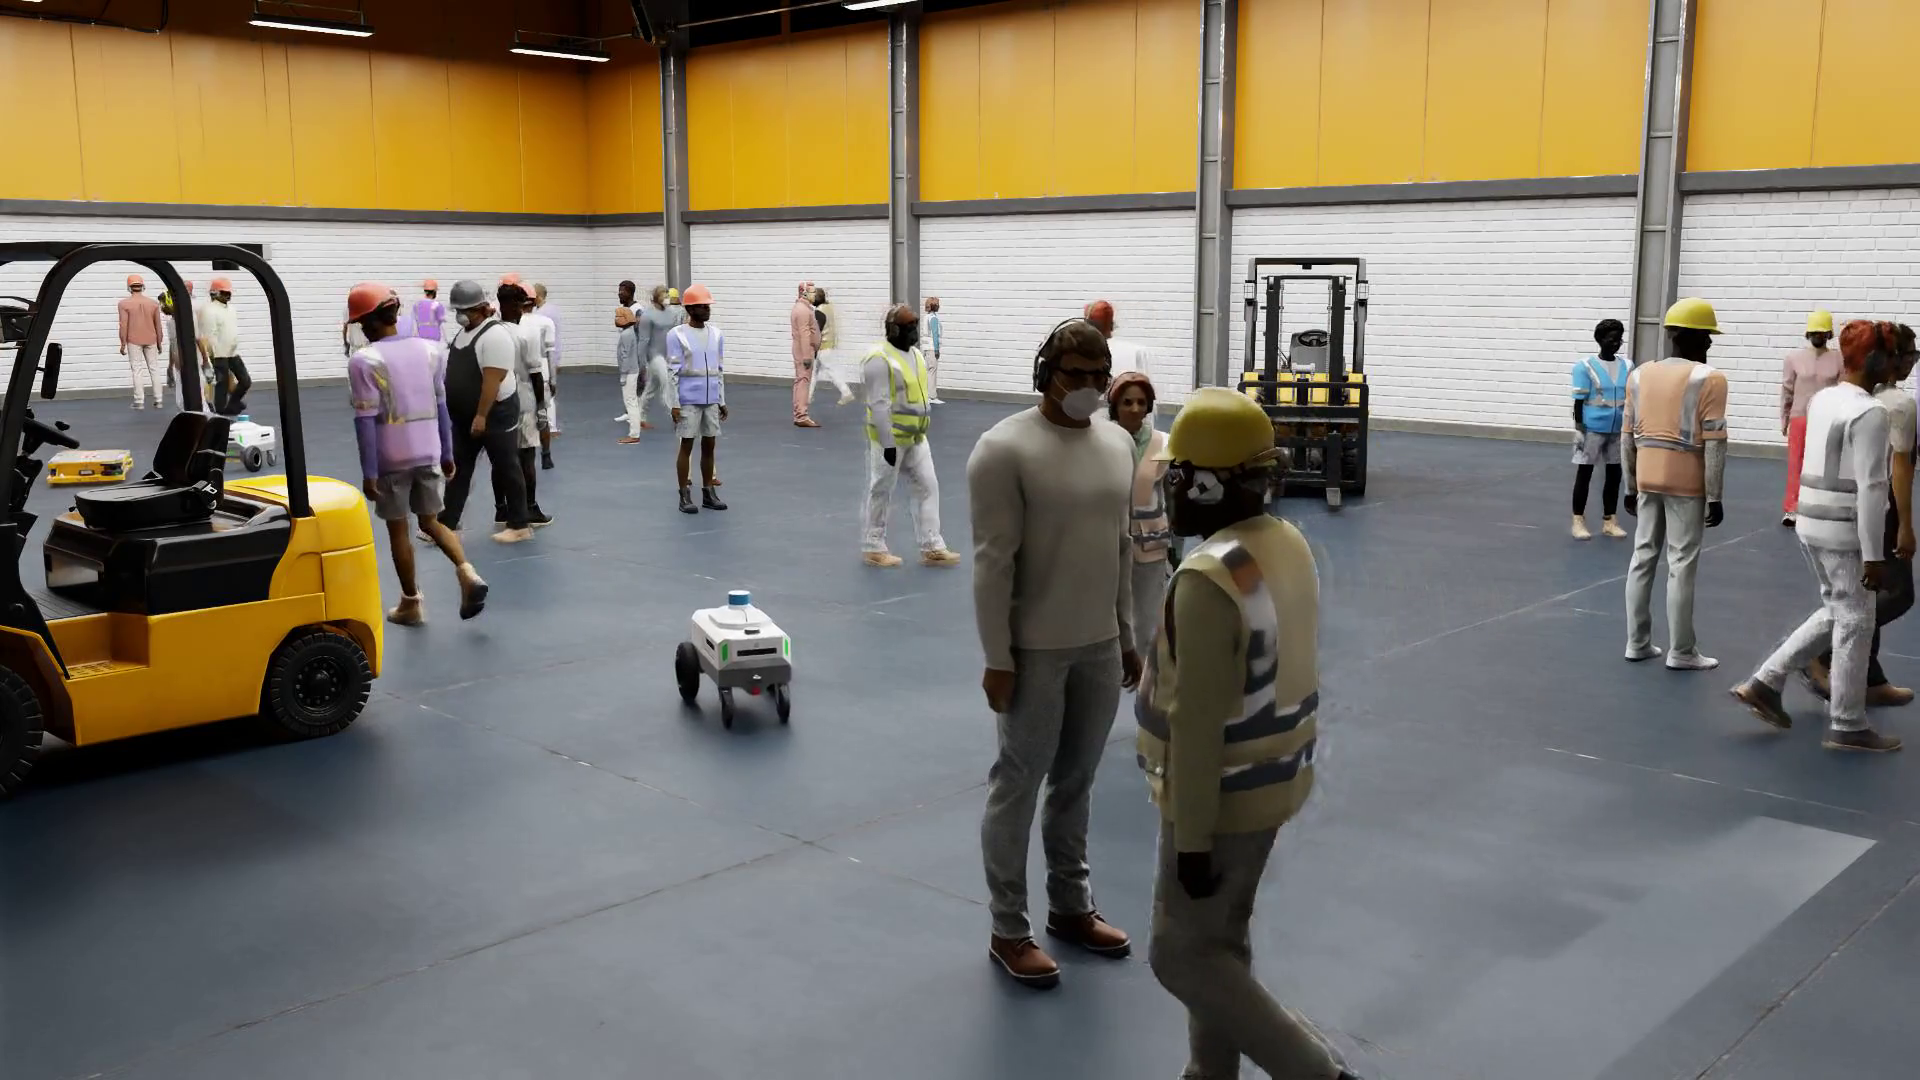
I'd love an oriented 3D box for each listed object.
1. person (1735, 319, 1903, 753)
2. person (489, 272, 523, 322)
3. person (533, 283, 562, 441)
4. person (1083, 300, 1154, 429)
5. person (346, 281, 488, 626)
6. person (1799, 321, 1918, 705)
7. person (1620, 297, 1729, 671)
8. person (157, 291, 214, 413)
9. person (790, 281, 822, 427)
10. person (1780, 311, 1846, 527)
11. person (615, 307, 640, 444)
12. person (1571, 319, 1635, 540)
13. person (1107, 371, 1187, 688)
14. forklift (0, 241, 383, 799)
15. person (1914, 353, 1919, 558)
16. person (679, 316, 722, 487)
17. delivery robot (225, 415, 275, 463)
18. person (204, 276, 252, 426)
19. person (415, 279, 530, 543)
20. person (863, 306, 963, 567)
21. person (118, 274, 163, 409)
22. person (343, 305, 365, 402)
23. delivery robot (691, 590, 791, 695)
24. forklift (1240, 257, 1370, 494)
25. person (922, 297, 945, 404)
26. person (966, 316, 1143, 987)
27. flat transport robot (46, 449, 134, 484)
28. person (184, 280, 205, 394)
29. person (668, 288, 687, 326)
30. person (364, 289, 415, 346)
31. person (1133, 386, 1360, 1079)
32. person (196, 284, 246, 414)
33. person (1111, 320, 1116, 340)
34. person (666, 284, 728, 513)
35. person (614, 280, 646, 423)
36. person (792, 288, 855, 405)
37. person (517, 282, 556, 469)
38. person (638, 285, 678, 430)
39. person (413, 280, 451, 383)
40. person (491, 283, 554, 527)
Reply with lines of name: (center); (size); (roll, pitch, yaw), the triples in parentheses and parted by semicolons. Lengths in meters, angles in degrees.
person: (3.773, -0.009, 7.130); (0.540, 1.872, 0.602); (1, 9, 7)
person: (-5.557, -2.298, 20.622); (0.474, 2.031, 0.643); (9, 13, 43)
person: (-5.047, -2.153, 20.194); (0.417, 1.893, 0.706); (-6, 11, -32)
person: (0.997, -0.683, 11.260); (0.601, 1.854, 0.618); (-7, 11, -35)
person: (-3.115, -0.465, 9.481); (0.695, 2.000, 0.670); (7, 11, 36)
person: (4.238, -0.104, 7.777); (0.591, 1.832, 0.538); (0, 9, -3)
person: (3.711, -0.289, 8.643); (0.383, 1.923, 0.588); (-5, 11, -29)
person: (-8.767, -1.926, 18.982); (0.702, 1.831, 0.381); (5, 10, 26)
person: (-2.013, -2.435, 21.855); (0.399, 1.907, 0.644); (-2, 9, -11)
person: (6.837, -0.950, 13.287); (0.540, 1.727, 0.861); (5, 10, 26)
person: (-3.953, -1.955, 19.772); (0.281, 1.626, 0.503); (-1, 9, -5)
person: (4.934, -0.841, 12.734); (0.584, 1.695, 0.360); (-2, 10, -14)
person: (0.732, 0.083, 7.256); (0.525, 1.633, 0.310); (0, 9, -1)
forklift: (-3.706, -0.171, 7.093); (1.214, 2.155, 2.313); (9, 13, 43)
person: (6.691, -0.674, 11.050); (0.637, 1.911, 0.406); (9, 13, 44)
person: (-2.502, -1.312, 15.791); (0.499, 1.636, 0.286); (2, 9, 9)
delivery robot: (-7.386, -1.043, 17.161); (0.477, 0.478, 0.707); (1, 9, 6)
person: (-9.396, -2.383, 21.309); (0.454, 1.972, 0.645); (1, 9, 8)
person: (-3.651, -0.960, 12.395); (0.693, 2.000, 0.900); (8, 13, 42)
person: (-0.329, -0.689, 11.422); (0.807, 1.811, 0.662); (5, 11, 30)
person: (-12.135, -2.931, 24.630); (0.395, 1.990, 0.619); (8, 12, 41)
person: (-8.992, -2.912, 24.987); (0.518, 1.843, 0.434); (0, 9, -3)
delivery robot: (-1.035, 0.481, 7.819); (0.477, 0.478, 0.707); (-3, 10, -20)
forklift: (3.309, -1.629, 16.029); (1.214, 2.155, 2.313); (2, 9, 11)
person: (-0.430, -2.911, 25.587); (0.307, 1.641, 0.511); (-3, 10, -18)
person: (0.297, 0.315, 4.909); (0.627, 1.935, 0.371); (-8, 12, -40)
flat transport robot: (-8.590, -0.737, 16.445); (0.652, 0.197, 1.431); (-4, 10, -22)
person: (-11.616, -2.957, 25.048); (0.406, 1.911, 0.636); (0, 9, -1)
person: (-4.871, -3.409, 28.325); (0.296, 1.744, 0.484); (8, 13, 42)
person: (-6.385, -1.888, 18.678); (0.563, 1.847, 0.388); (-5, 11, -29)
person: (0.662, 0.565, 3.761); (0.579, 1.818, 0.598); (6, 11, 32)
person: (-10.442, -2.680, 23.425); (0.568, 1.885, 0.986); (0, 9, 0)
person: (1.828, -2.037, 20.400); (0.879, 1.581, 0.487); (-2, 9, -11)
person: (-2.225, -1.202, 14.183); (0.552, 1.942, 0.342); (-8, 12, -41)
person: (-4.429, -2.543, 22.478); (0.399, 1.920, 0.589); (-7, 12, -36)
person: (-2.056, -2.936, 25.311); (0.981, 1.791, 0.630); (1, 9, 6)
person: (-4.443, -1.684, 17.159); (0.557, 1.934, 0.376); (-3, 10, -19)
person: (-3.787, -2.302, 21.176); (1.069, 1.875, 0.631); (4, 10, 23)
person: (-8.755, -3.363, 27.624); (0.567, 1.877, 1.005); (3, 10, 20)
person: (-3.582, -1.076, 13.360); (0.602, 1.958, 0.381); (3, 10, 17)
